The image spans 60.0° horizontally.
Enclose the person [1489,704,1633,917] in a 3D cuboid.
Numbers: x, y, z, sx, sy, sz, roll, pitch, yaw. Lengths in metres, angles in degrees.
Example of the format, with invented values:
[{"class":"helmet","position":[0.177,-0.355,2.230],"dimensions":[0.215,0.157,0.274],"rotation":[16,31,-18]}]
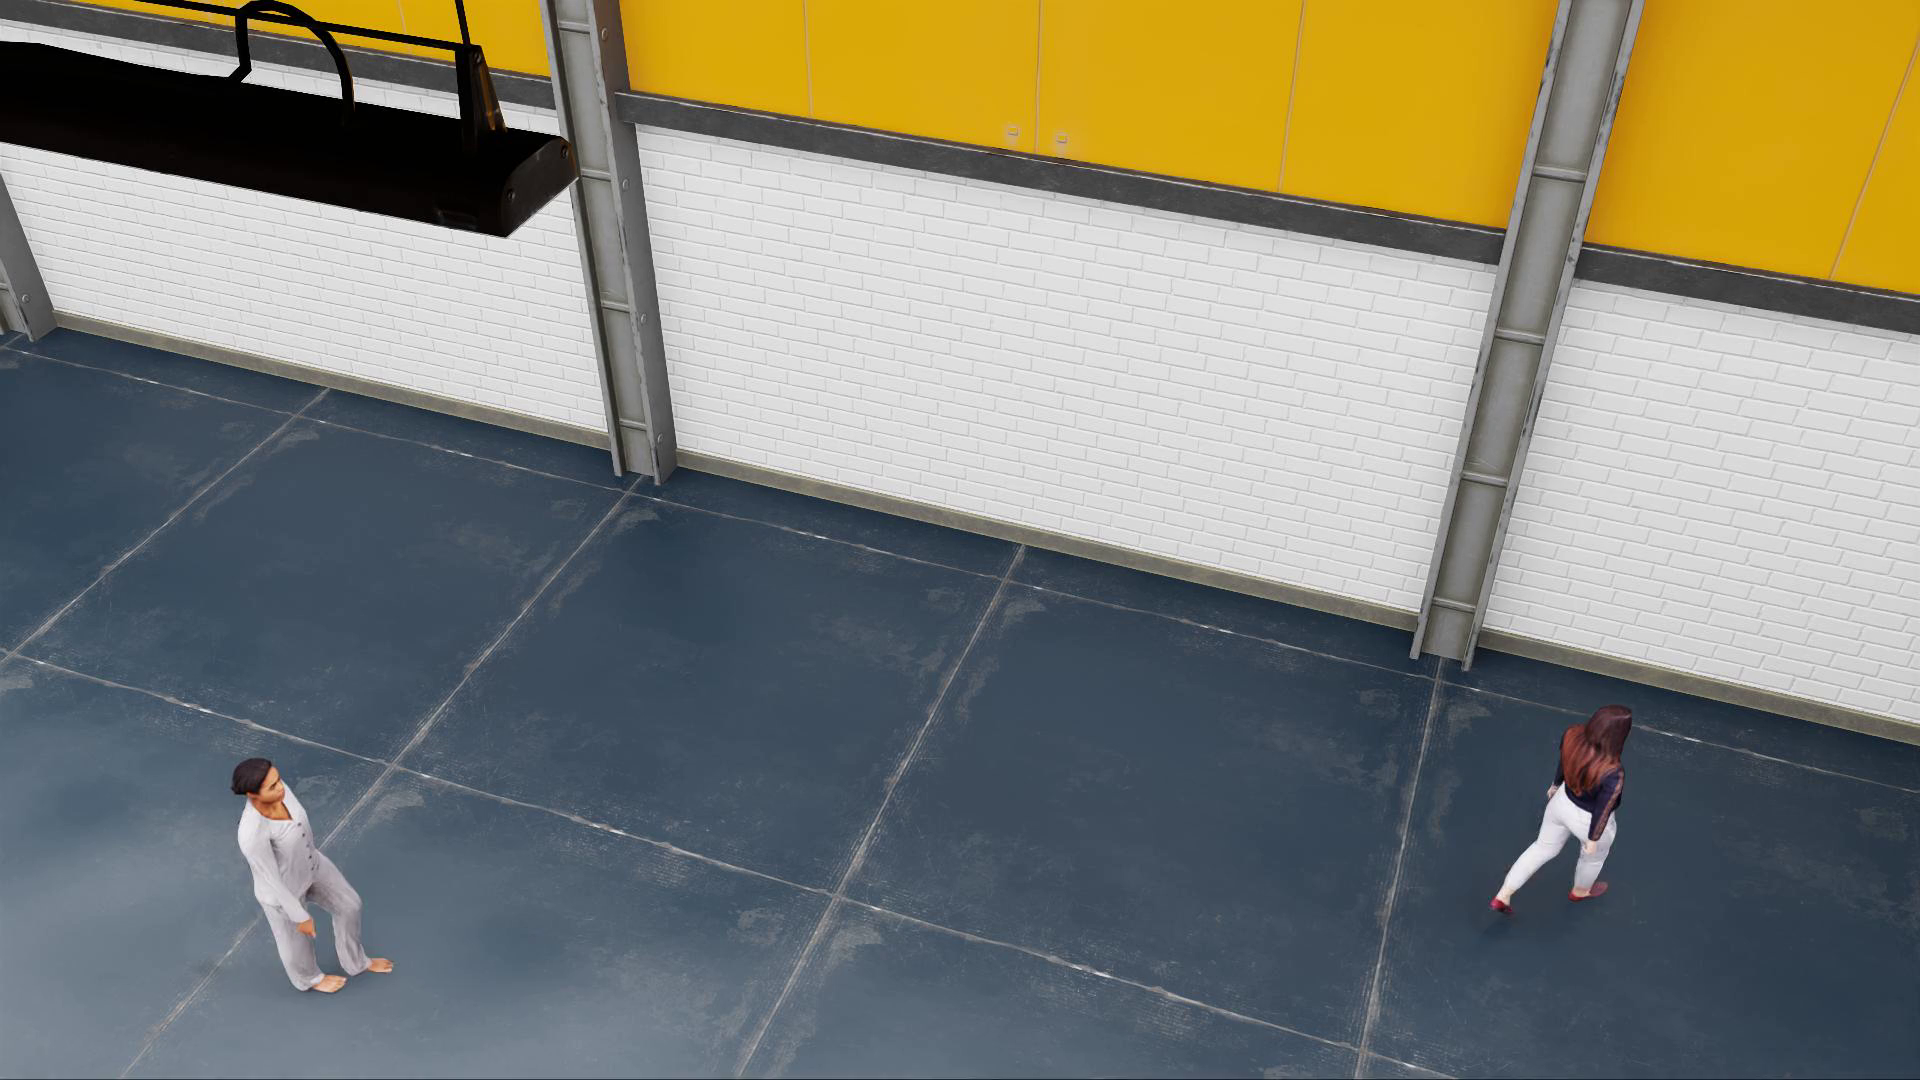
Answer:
[{"class":"person","position":[3.276,1.492,8.937],"dimensions":[1.093,1.580,1.017],"rotation":[-15,41,-18]}]

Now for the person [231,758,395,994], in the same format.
[{"class":"person","position":[-3.503,1.738,8.517],"dimensions":[0.830,1.719,0.770],"rotation":[3,39,4]}]
